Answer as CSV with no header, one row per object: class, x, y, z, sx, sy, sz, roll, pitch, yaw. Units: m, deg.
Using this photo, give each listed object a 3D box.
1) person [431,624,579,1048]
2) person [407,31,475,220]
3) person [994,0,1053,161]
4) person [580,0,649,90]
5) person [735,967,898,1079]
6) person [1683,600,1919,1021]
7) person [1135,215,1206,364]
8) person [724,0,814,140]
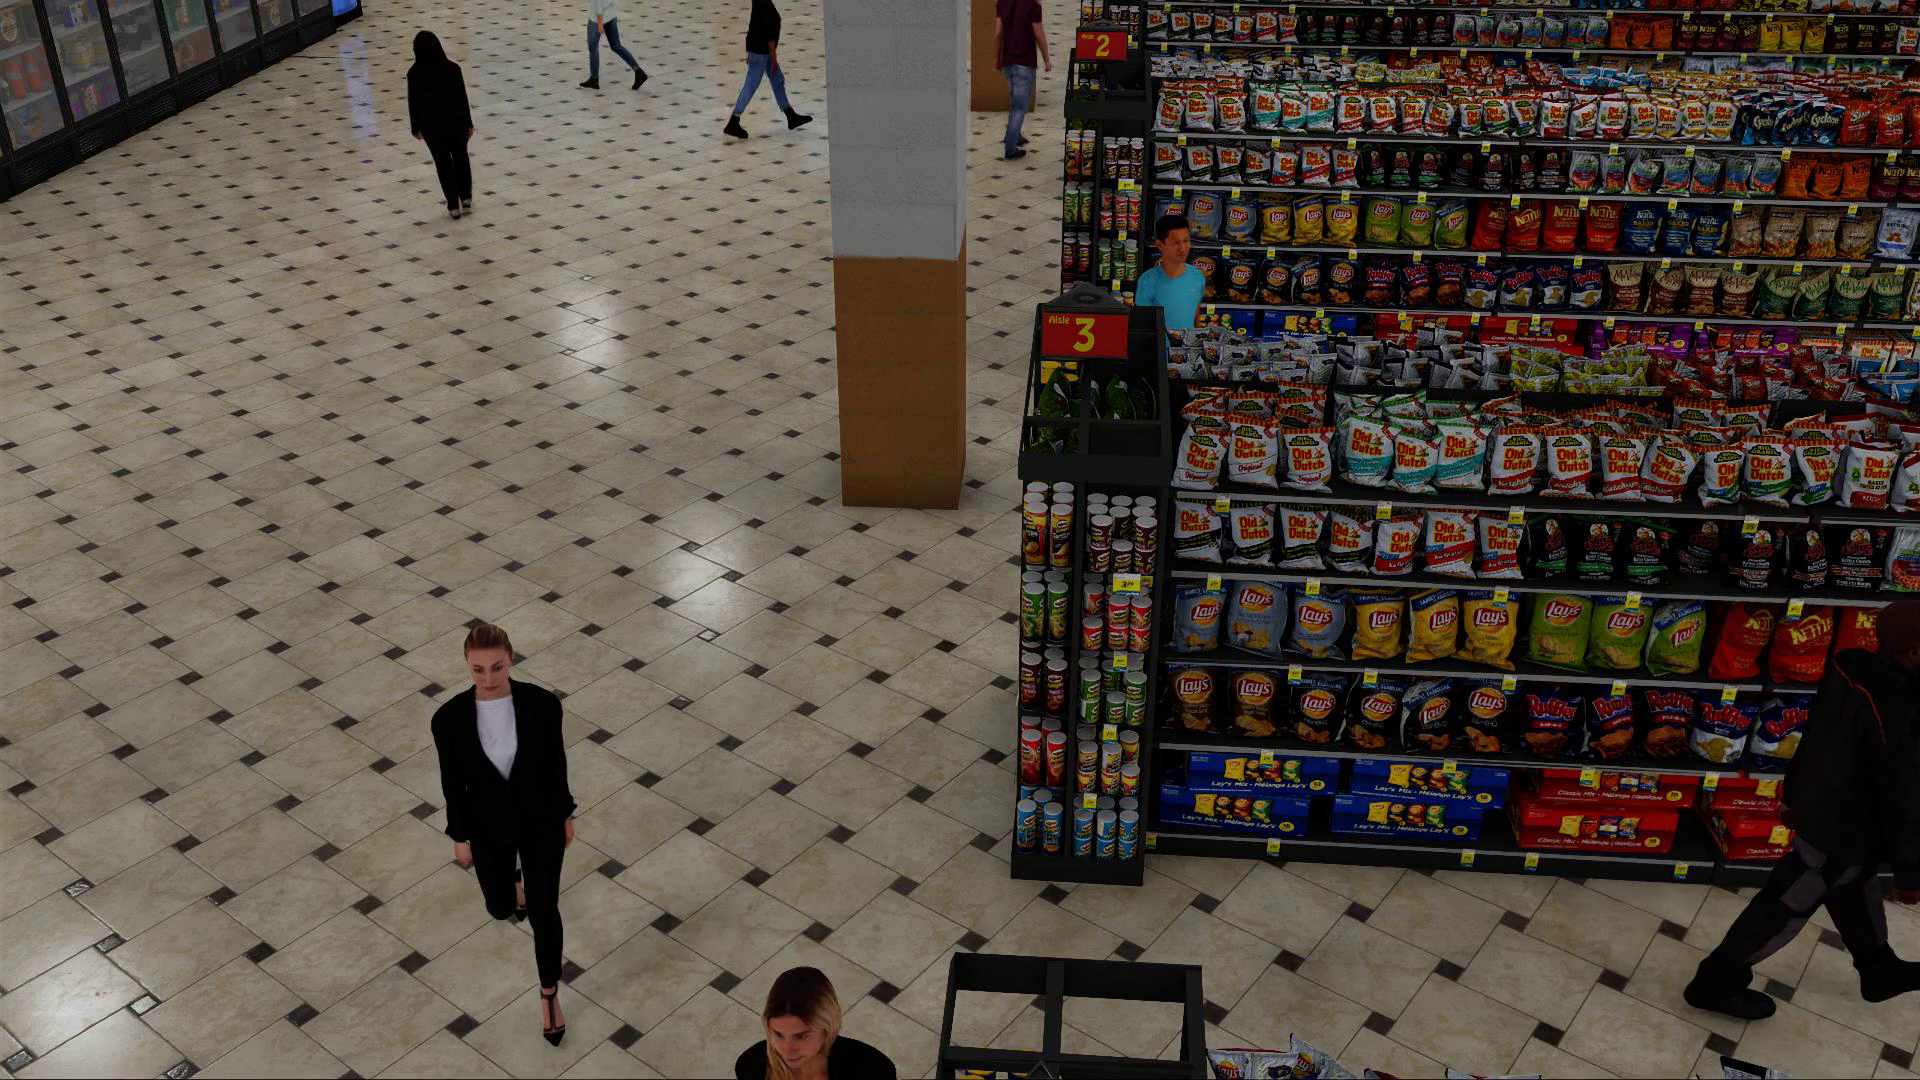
person,-1.609,1.005,5.999,0.972,1.691,0.905,-9,30,-16
person,-4.503,-3.598,14.526,0.861,1.599,0.911,-10,30,-18
person,0.516,-4.607,16.135,0.903,1.828,0.946,23,36,35
person,-3.900,-5.814,18.569,1.136,1.615,0.745,9,30,16
person,-0.349,1.779,4.629,0.909,1.645,0.659,2,29,3
person,3.005,1.013,5.888,1.178,1.784,0.714,3,29,5
person,1.174,-1.011,9.603,0.658,1.777,0.751,-16,33,-27
person,-2.097,-4.876,16.797,1.248,1.666,0.905,-11,31,-20
